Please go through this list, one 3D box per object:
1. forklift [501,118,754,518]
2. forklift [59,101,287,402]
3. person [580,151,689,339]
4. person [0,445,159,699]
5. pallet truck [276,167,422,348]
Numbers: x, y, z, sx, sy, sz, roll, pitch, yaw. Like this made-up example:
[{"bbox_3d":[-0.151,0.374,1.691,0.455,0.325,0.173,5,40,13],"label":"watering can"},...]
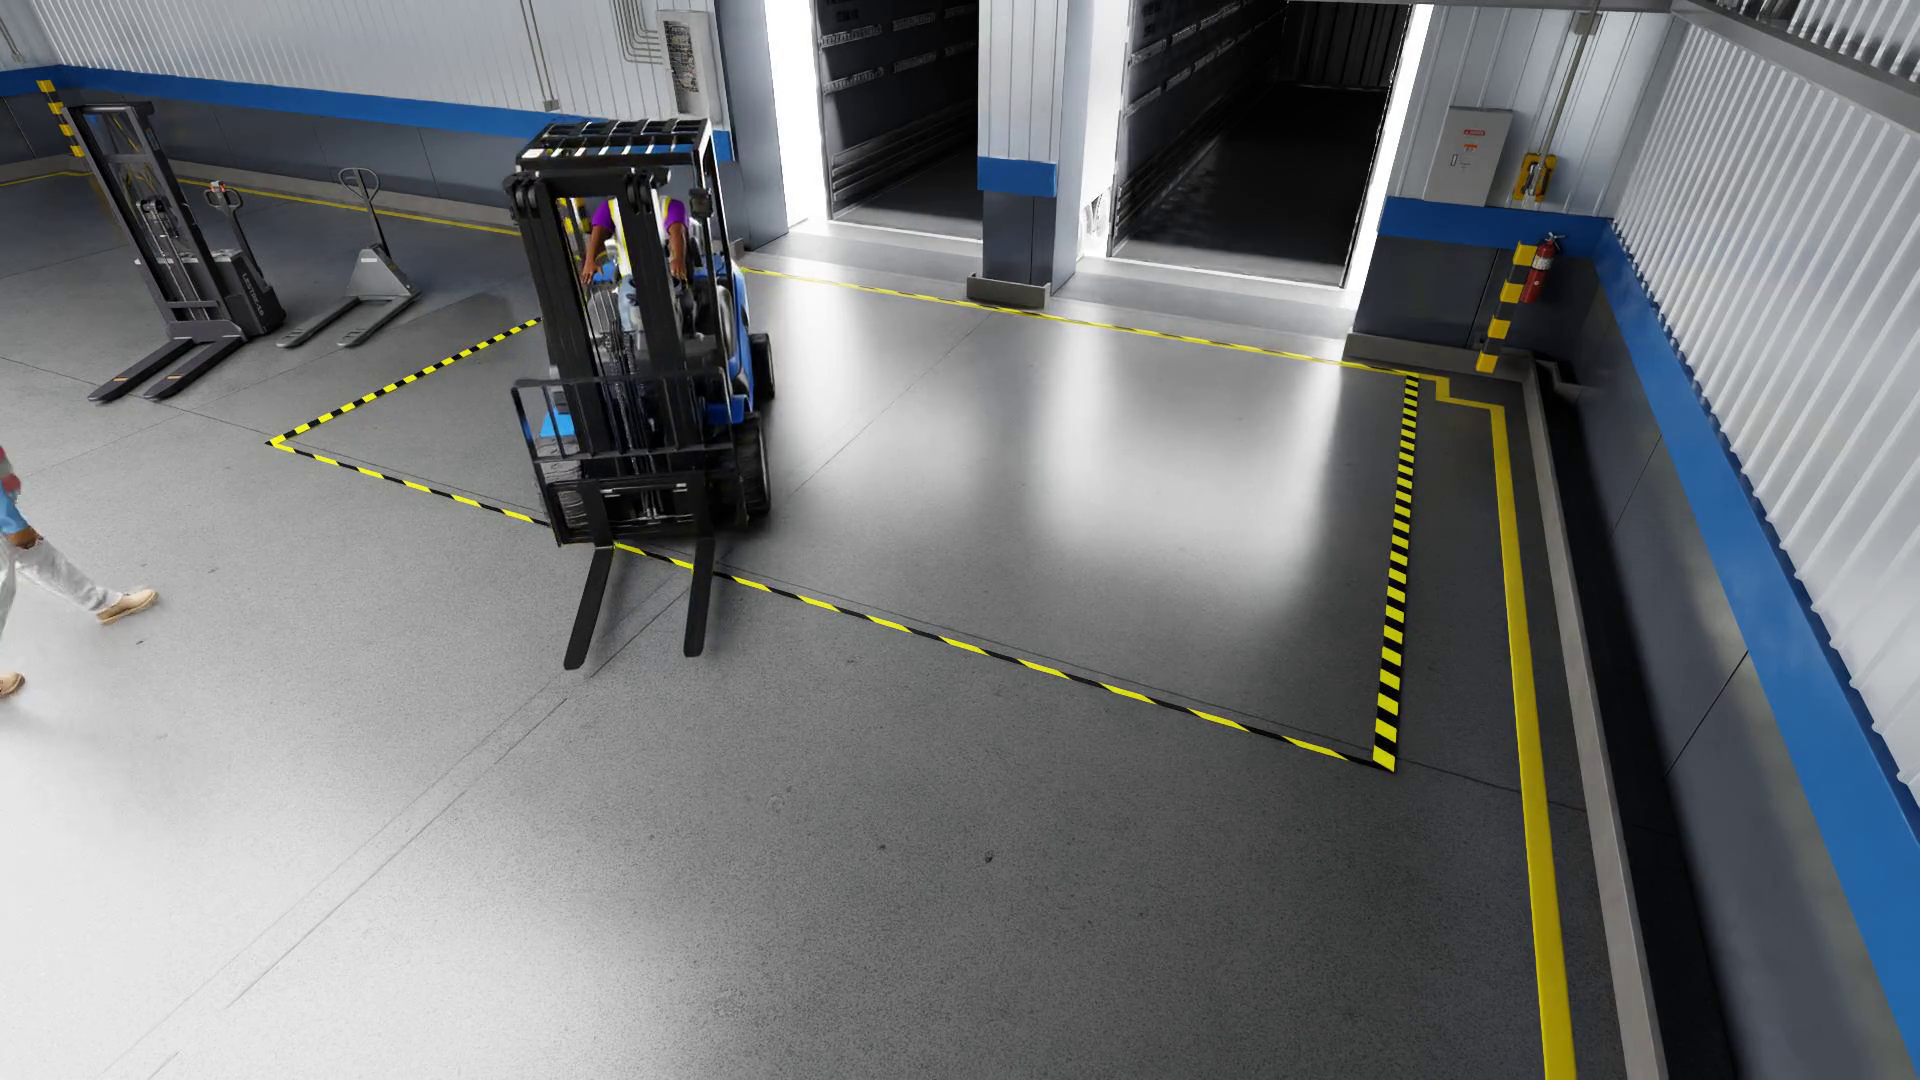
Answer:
[{"bbox_3d":[-2.026,-1.570,5.955,1.157,2.036,2.680,-5,35,-7],"label":"forklift"},{"bbox_3d":[-6.686,-2.387,7.434,0.823,1.965,1.885,-3,35,-5],"label":"forklift"},{"bbox_3d":[-2.024,-1.689,5.799,0.635,1.294,1.004,-5,35,-7],"label":"person"},{"bbox_3d":[-4.764,-0.122,4.380,0.662,1.789,0.974,16,38,22],"label":"person"},{"bbox_3d":[-5.732,-2.611,8.414,0.680,1.201,1.601,-1,35,-1],"label":"pallet truck"}]
